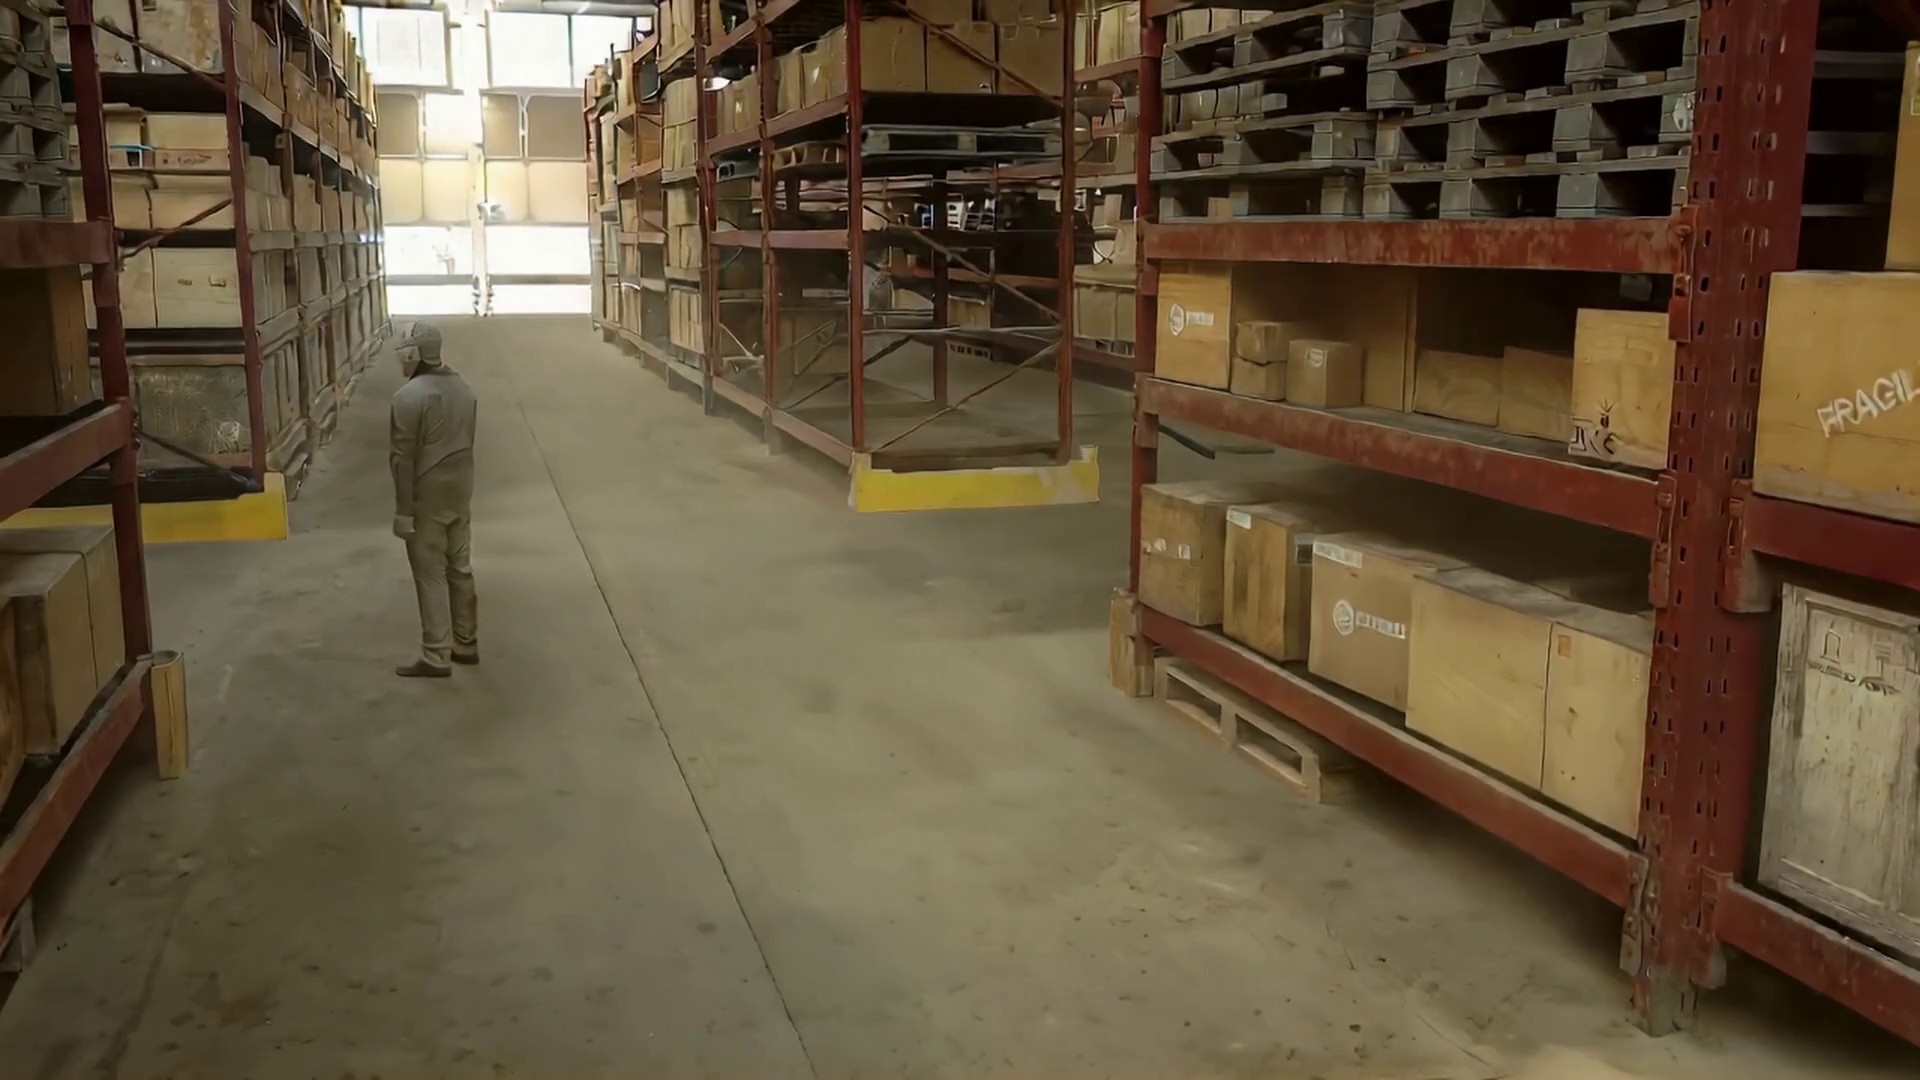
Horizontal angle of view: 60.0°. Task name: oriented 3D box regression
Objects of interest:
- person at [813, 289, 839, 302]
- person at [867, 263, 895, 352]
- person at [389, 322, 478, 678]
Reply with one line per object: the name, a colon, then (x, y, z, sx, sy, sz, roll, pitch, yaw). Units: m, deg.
person: (-3.044, -5.532, 37.965, 0.645, 1.938, 1.049, -4, 11, -21)
person: (-1.620, -4.762, 34.080, 0.588, 1.823, 0.403, 2, 11, 11)
person: (-2.849, -0.216, 8.954, 0.399, 1.900, 0.643, 2, 11, 13)
